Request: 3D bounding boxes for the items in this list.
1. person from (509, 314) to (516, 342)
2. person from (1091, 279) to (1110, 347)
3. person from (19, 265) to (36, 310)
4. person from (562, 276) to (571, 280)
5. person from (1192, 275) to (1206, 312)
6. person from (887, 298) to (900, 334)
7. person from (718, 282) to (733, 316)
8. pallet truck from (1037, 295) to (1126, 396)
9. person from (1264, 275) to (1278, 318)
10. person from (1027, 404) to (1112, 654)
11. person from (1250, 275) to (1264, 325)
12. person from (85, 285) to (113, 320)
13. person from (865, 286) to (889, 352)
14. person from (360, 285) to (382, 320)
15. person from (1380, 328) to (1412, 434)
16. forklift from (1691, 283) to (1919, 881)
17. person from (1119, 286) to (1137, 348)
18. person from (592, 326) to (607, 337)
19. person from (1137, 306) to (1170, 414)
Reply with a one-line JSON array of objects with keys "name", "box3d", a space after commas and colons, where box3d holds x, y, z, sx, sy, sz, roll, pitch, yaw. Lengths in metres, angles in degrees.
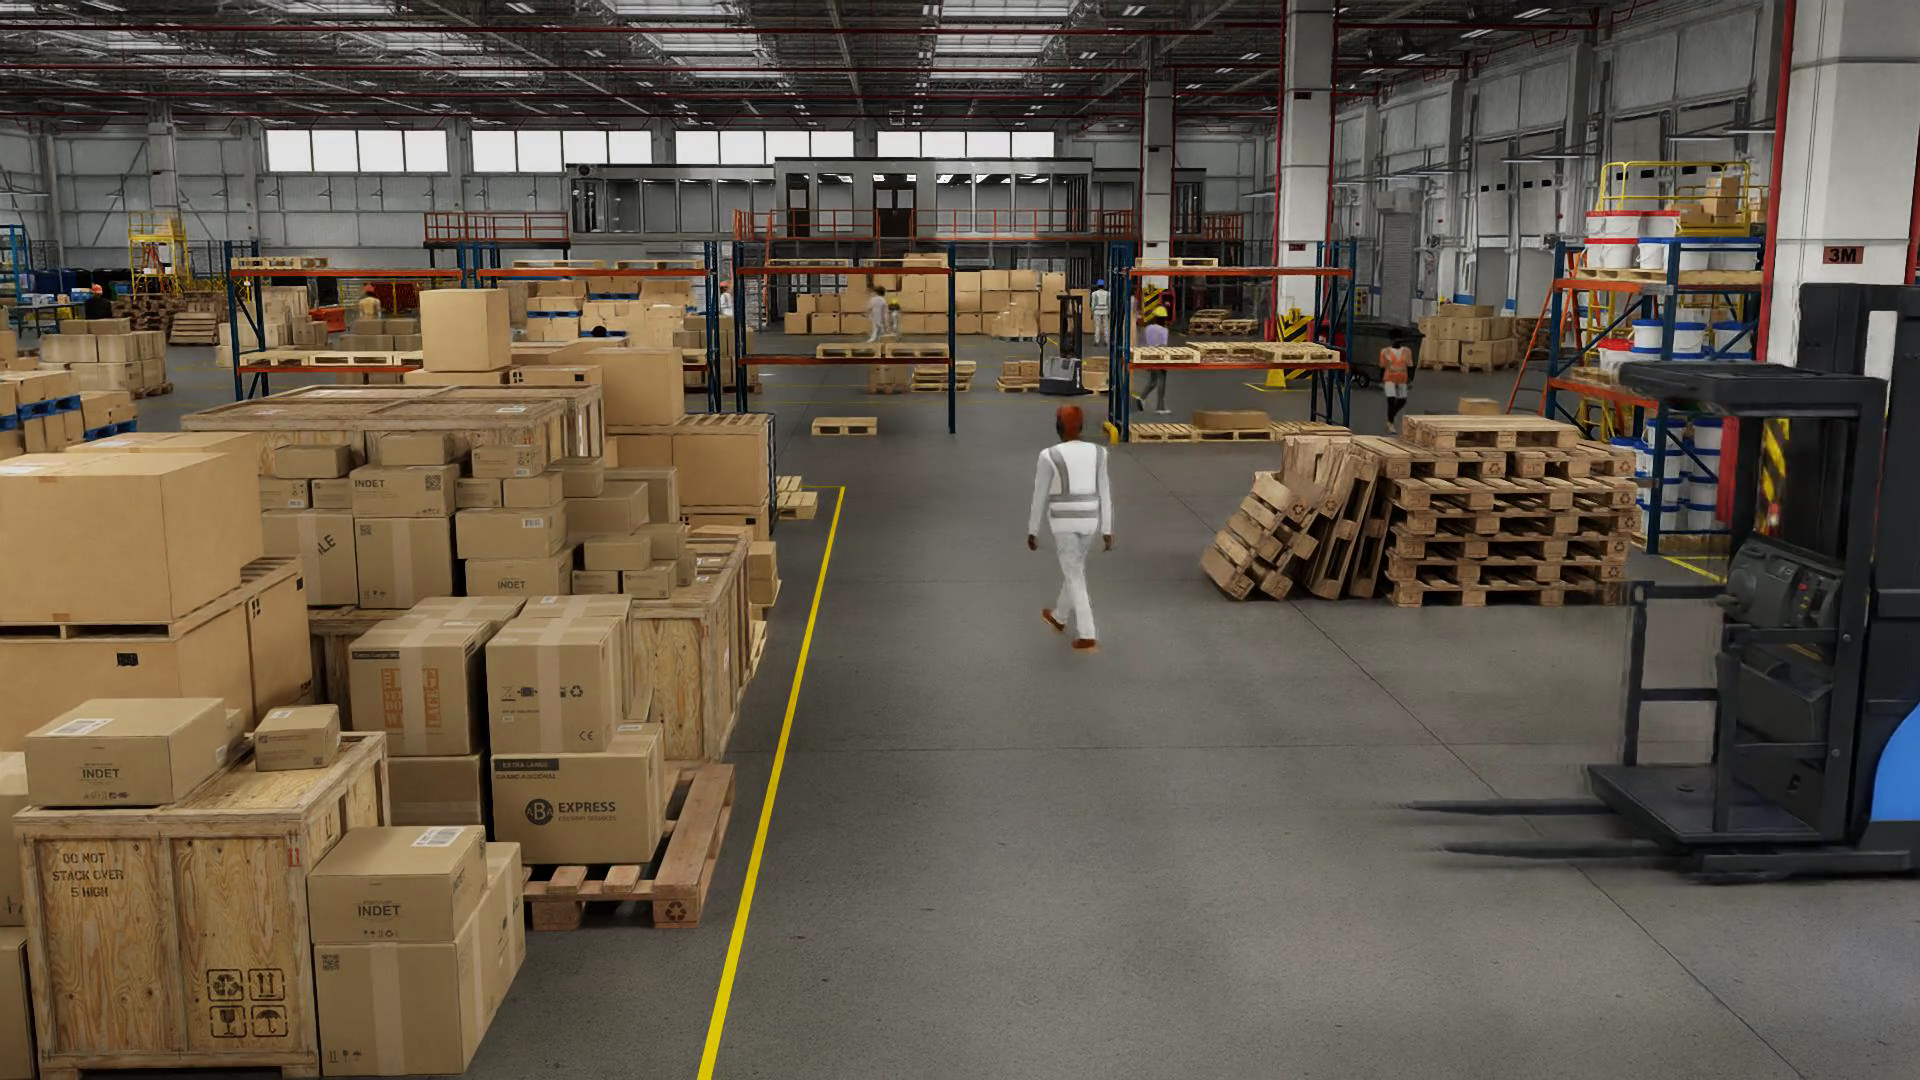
[{"name": "person", "box3d": [-7.875, -3.052, 28.813, 0.309, 1.864, 0.534, 9, 13, 40]}, {"name": "person", "box3d": [4.070, -6.564, 48.143, 0.605, 1.949, 0.399, -2, 10, -13]}, {"name": "person", "box3d": [-40.076, -10.792, 71.471, 0.623, 2.027, 0.404, -4, 11, -22]}, {"name": "person", "box3d": [-15.986, -10.036, 67.827, 0.975, 1.834, 0.572, 4, 11, 21]}, {"name": "person", "box3d": [10.263, -10.751, 71.373, 0.618, 1.985, 0.409, 1, 10, 7]}, {"name": "person", "box3d": [-1.578, -4.762, 38.733, 0.465, 1.729, 0.490, 1, 10, 5]}, {"name": "person", "box3d": [-6.606, -6.292, 46.723, 0.430, 1.918, 0.633, 3, 11, 14]}, {"name": "pallet truck", "box3d": [2.483, -3.881, 33.060, 1.885, 1.965, 0.823, -7, 13, -36]}, {"name": "person", "box3d": [11.961, -9.341, 63.744, 0.586, 1.902, 0.855, 0, 10, -1]}, {"name": "person", "box3d": [0.820, -0.102, 12.502, 0.597, 1.826, 1.017, -5, 11, -27]}, {"name": "person", "box3d": [10.863, -8.784, 60.844, 0.645, 1.830, 0.534, -8, 13, -38]}, {"name": "person", "box3d": [-21.389, -5.354, 41.348, 0.608, 1.977, 0.434, -5, 11, -26]}, {"name": "person", "box3d": [-2.112, -5.559, 42.636, 0.627, 1.920, 0.809, 6, 12, 31]}, {"name": "person", "box3d": [-15.161, -5.614, 42.910, 0.569, 1.924, 0.496, 0, 10, 0]}, {"name": "person", "box3d": [6.914, -2.540, 26.481, 0.540, 1.683, 0.567, -1, 10, -5]}, {"name": "forklift", "box3d": [4.411, 0.147, 8.163, 1.873, 2.768, 1.129, 0, 10, -2]}, {"name": "person", "box3d": [4.585, -6.055, 45.677, 0.637, 1.830, 0.740, -4, 11, -22]}, {"name": "person", "box3d": [-4.871, -1.940, 22.516, 0.594, 1.908, 0.406, -1, 10, -6]}, {"name": "person", "box3d": [3.448, -3.154, 29.233, 0.568, 1.915, 0.600, -7, 12, -34]}]
